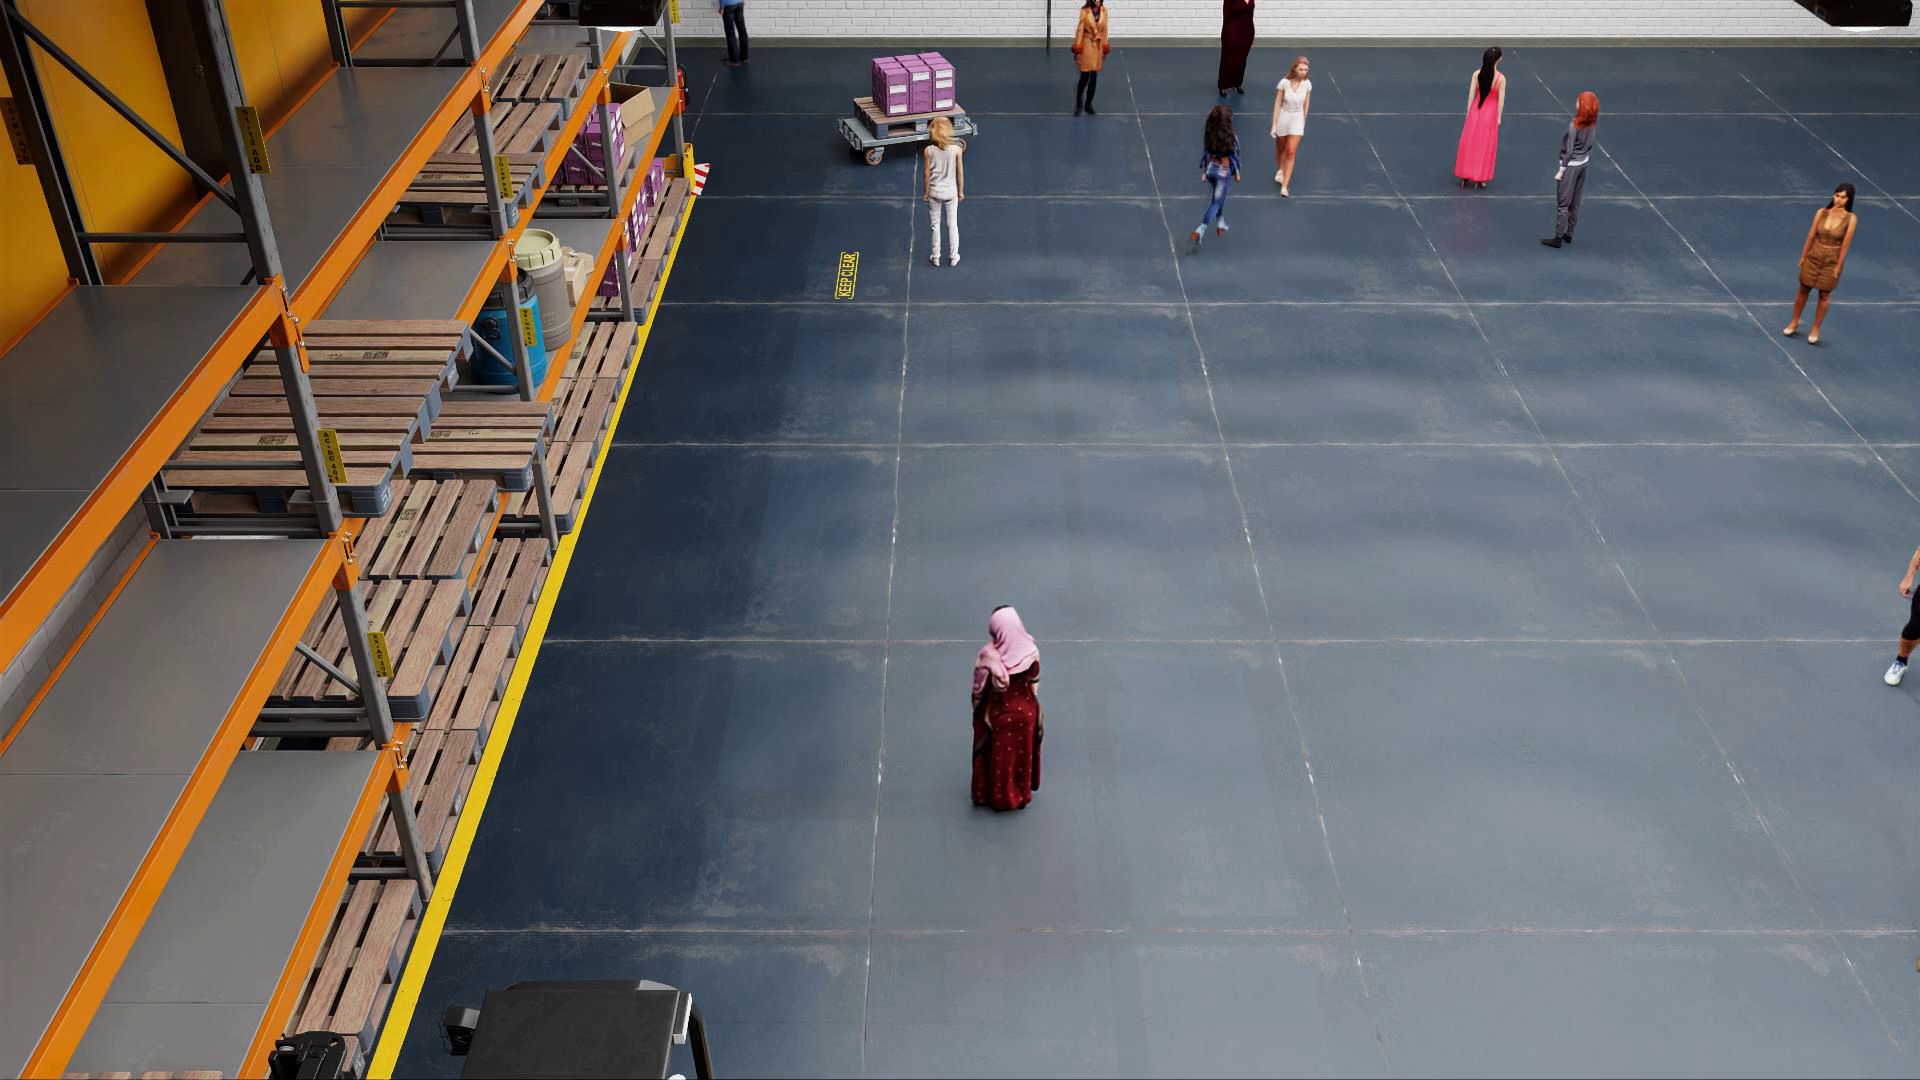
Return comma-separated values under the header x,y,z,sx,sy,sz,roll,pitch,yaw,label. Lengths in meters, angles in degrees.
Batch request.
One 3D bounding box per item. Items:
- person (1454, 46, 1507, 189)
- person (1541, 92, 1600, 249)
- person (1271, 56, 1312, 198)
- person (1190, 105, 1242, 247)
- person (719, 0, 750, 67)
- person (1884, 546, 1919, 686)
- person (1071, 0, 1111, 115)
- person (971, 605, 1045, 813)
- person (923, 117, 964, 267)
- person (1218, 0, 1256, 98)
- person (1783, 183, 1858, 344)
x,y,z,sx,sy,sz,roll,pitch,yaw,label
6.353,-5.134,20.210,0.715,1.725,0.741,20,38,27,person
6.891,-4.171,18.711,0.655,1.779,0.677,-22,39,-29,person
3.973,-5.044,20.151,0.724,1.639,1.208,6,34,9,person
2.888,-4.074,18.740,1.028,1.585,1.101,29,43,36,person
-3.319,-7.852,24.219,0.804,1.813,0.712,23,40,31,person
7.104,0.314,11.911,0.822,1.838,0.847,23,40,30,person
1.739,-6.587,22.410,0.815,1.709,0.839,-11,35,-16,person
0.306,1.109,10.897,0.728,1.636,0.695,-9,35,-13,person
-0.194,-3.835,18.303,0.589,1.672,0.533,-1,34,-2,person
3.844,-7.051,23.064,0.768,1.757,0.776,-17,37,-23,person
8.683,-2.790,16.718,0.634,1.685,0.694,29,43,36,person
